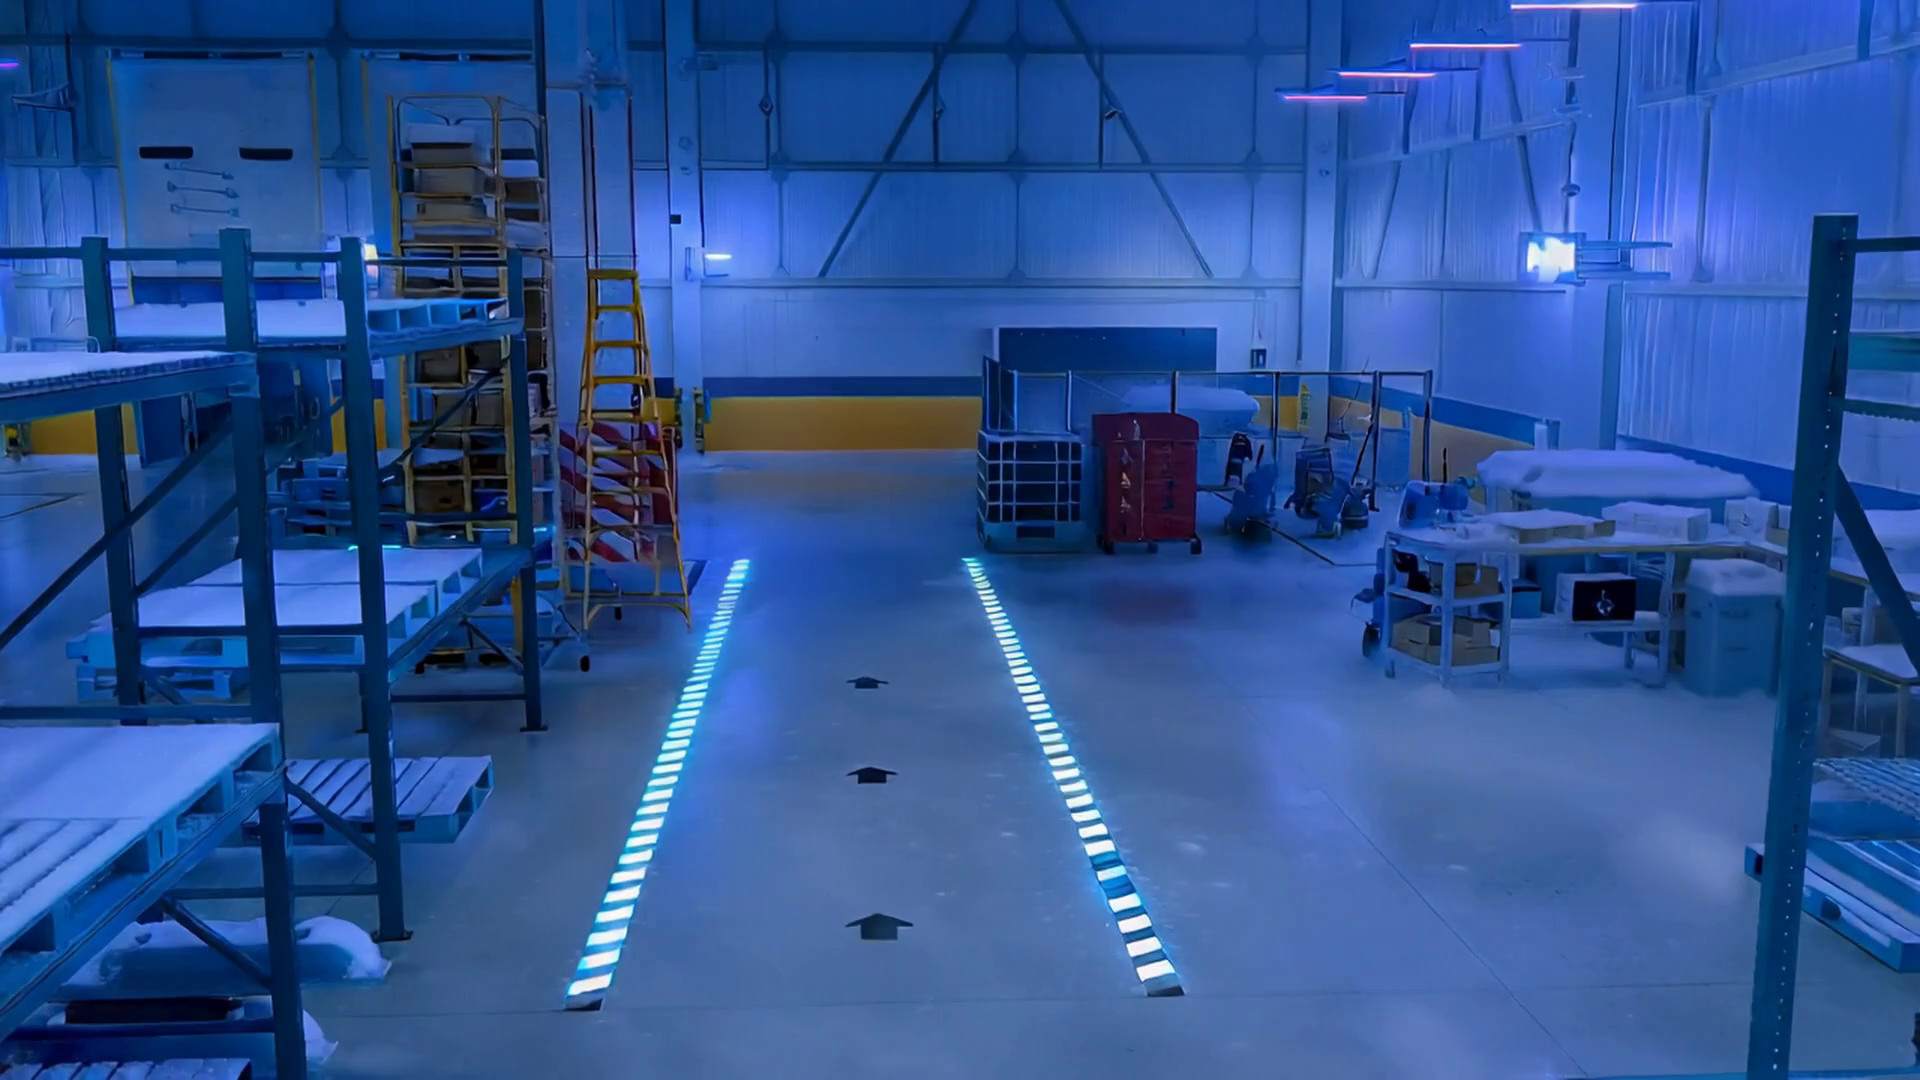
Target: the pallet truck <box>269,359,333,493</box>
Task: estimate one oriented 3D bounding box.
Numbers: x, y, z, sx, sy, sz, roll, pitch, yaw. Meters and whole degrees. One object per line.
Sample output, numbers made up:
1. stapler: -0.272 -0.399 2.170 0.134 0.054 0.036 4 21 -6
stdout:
1. pallet truck: -7.062 -1.131 18.996 1.885 1.965 0.823 2 9 13
